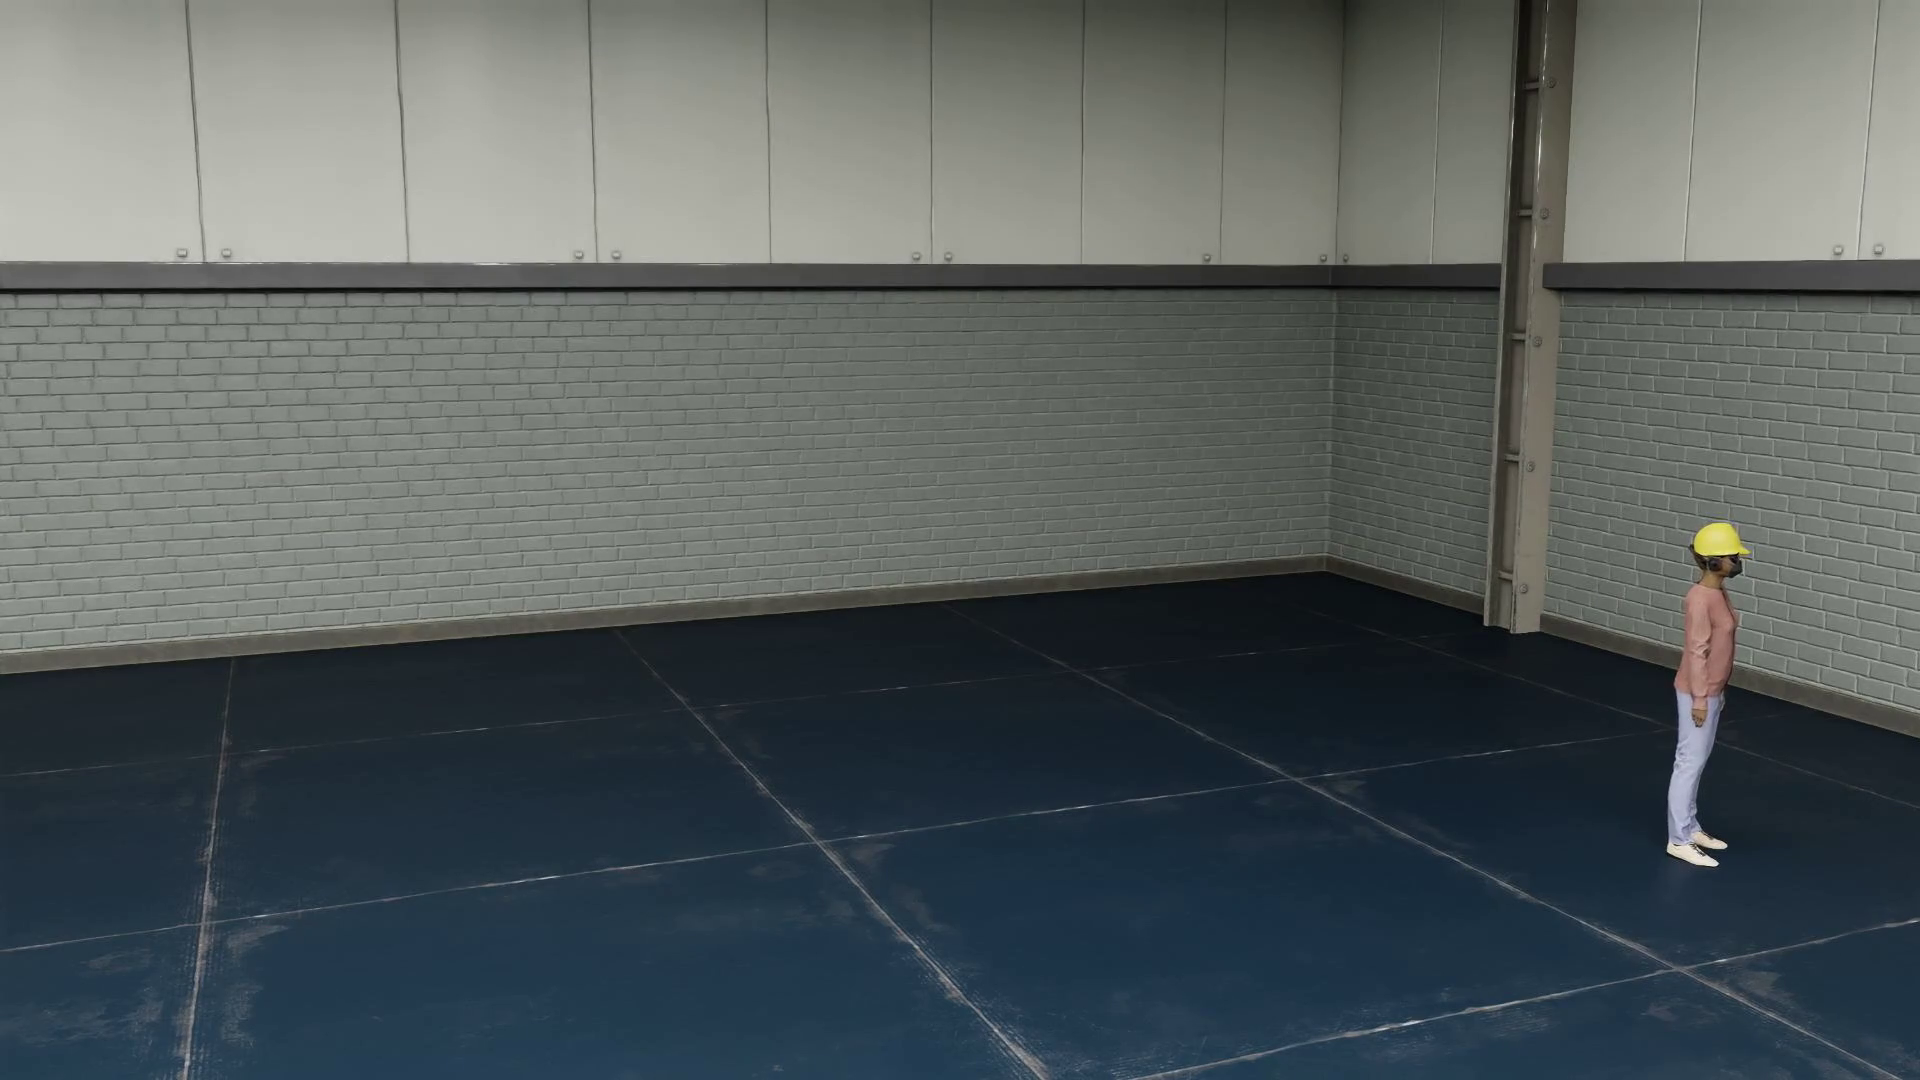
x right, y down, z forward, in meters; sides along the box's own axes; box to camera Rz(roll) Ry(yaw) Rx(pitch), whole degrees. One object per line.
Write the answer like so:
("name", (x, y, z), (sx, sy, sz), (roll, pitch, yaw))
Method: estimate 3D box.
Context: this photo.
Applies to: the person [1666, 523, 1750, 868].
("person", (3.872, 0.787, 8.624), (0.303, 1.772, 0.530), (6, 11, 33))
